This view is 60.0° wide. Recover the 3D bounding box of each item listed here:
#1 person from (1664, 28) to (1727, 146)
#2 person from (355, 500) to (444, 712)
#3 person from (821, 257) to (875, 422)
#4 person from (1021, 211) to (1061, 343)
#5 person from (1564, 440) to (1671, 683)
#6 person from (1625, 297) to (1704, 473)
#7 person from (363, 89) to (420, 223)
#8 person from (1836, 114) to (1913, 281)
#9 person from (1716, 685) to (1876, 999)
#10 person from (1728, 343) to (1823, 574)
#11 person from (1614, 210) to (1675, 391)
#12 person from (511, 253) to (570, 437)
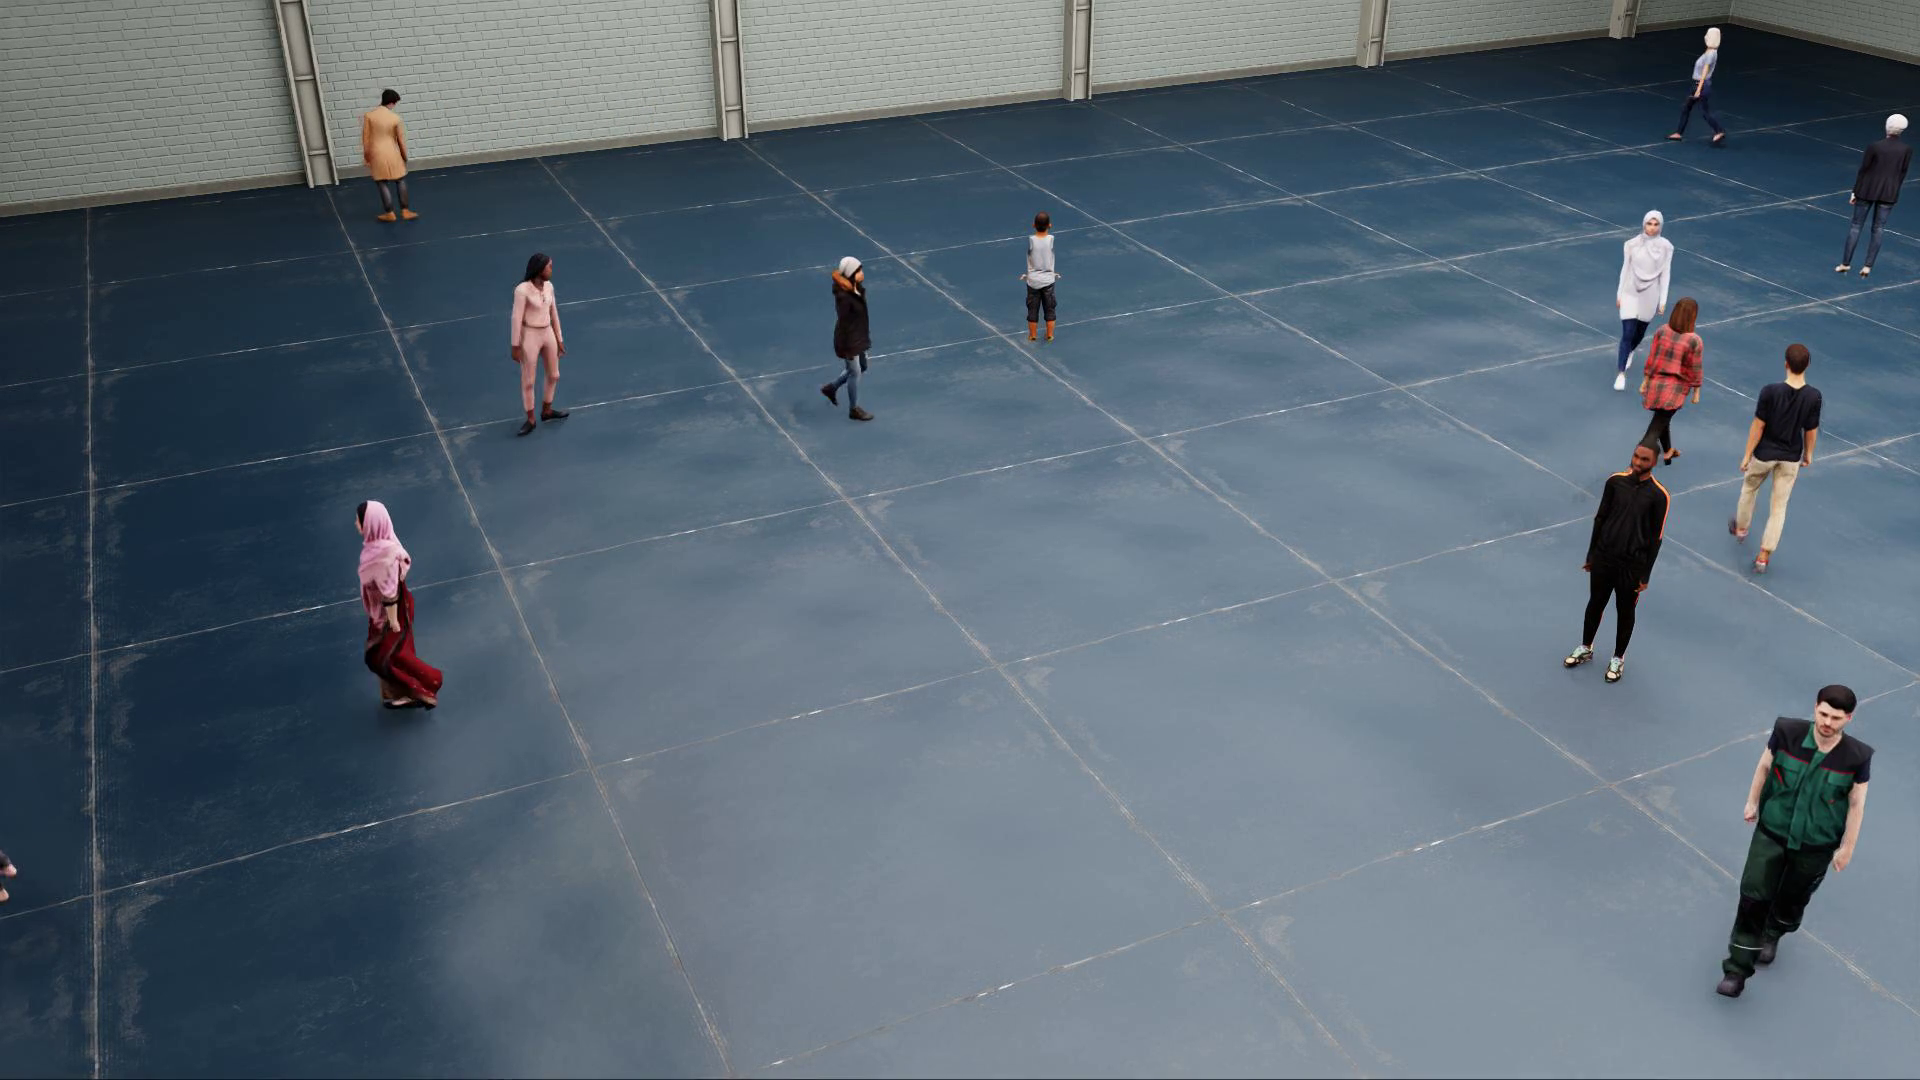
[{"bbox_3d":[11.113,-6.705,24.698,1.100,1.692,1.059,10,30,19],"label":"person"},{"bbox_3d":[-3.800,0.453,11.327,0.750,1.626,0.706,-7,29,-13],"label":"person"},{"bbox_3d":[-1.097,-1.915,15.778,0.921,1.623,0.846,6,29,12],"label":"person"},{"bbox_3d":[0.864,-2.835,17.682,0.552,1.456,0.706,-2,28,-3],"label":"person"},{"bbox_3d":[4.679,0.125,11.749,0.693,1.808,0.672,22,35,35],"label":"person"},{"bbox_3d":[6.117,-1.260,14.515,1.139,1.652,0.738,-17,32,-29],"label":"person"},{"bbox_3d":[-7.415,-4.924,21.368,0.601,1.680,0.773,-20,34,-32],"label":"person"},{"bbox_3d":[9.768,-3.692,17.800,0.818,1.779,0.789,9,29,17],"label":"person"},{"bbox_3d":[4.557,1.545,9.019,1.066,1.868,1.215,17,32,28],"label":"person"},{"bbox_3d":[6.438,-0.599,13.095,1.073,1.822,1.106,8,29,14],"label":"person"},{"bbox_3d":[6.802,-2.426,16.612,1.111,1.741,1.171,9,29,17],"label":"person"},{"bbox_3d":[-4.015,-1.817,15.514,0.688,1.698,0.869,-23,35,-36],"label":"person"}]
